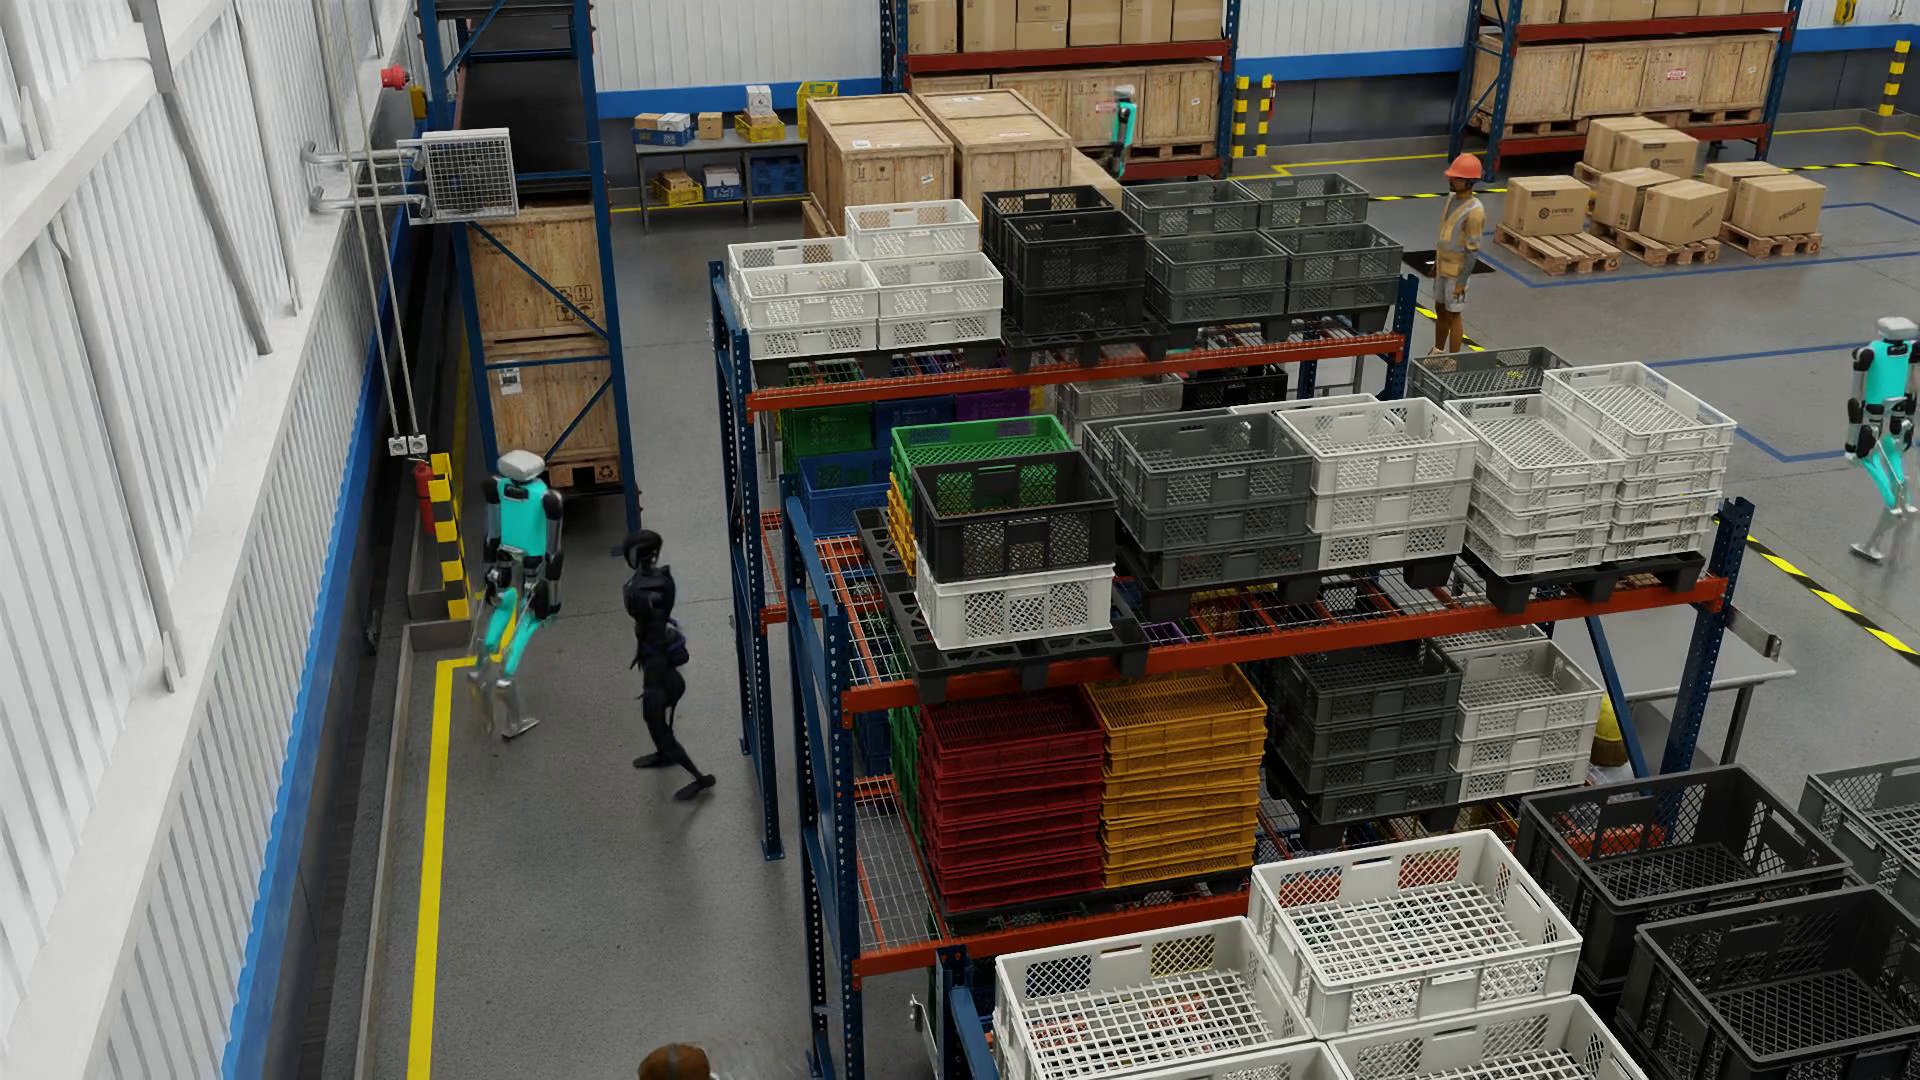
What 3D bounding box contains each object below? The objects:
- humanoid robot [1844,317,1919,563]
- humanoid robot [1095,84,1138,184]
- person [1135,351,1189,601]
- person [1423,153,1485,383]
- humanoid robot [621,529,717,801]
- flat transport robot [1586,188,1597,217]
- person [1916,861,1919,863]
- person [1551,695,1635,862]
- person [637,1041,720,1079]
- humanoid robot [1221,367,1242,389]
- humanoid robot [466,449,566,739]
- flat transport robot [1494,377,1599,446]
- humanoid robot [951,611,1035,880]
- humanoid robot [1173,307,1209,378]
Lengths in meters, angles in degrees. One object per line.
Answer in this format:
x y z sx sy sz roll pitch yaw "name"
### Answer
6.548 -0.581 11.669 0.557 1.866 0.788 -7 29 -14 "humanoid robot"
1.480 -4.140 18.378 1.015 1.781 0.530 6 28 12 "humanoid robot"
1.297 -0.303 10.886 0.434 1.898 0.580 -7 29 -12 "person"
4.335 -2.397 14.689 0.367 2.048 0.606 -5 28 -9 "person"
-1.656 0.666 9.279 0.405 1.639 0.584 -11 30 -20 "humanoid robot"
7.960 -4.038 19.678 1.431 0.197 0.652 -6 28 -12 "flat transport robot"
3.498 2.007 6.337 0.391 2.041 0.610 3 28 5 "person"
2.841 1.482 7.686 0.485 1.711 0.293 -15 31 -25 "person"
-0.977 2.430 5.795 0.914 1.801 0.506 1 28 2 "person"
1.711 -0.548 11.644 0.796 1.623 0.611 -14 31 -25 "humanoid robot"
-2.640 0.417 9.719 0.545 1.796 0.783 11 30 20 "humanoid robot"
4.780 -1.036 14.013 0.659 0.231 1.431 -6 28 -12 "flat transport robot"
0.263 1.170 8.365 0.801 1.888 0.547 0 28 0 "humanoid robot"
1.400 -1.000 12.446 0.834 1.860 0.567 -2 28 -3 "humanoid robot"
